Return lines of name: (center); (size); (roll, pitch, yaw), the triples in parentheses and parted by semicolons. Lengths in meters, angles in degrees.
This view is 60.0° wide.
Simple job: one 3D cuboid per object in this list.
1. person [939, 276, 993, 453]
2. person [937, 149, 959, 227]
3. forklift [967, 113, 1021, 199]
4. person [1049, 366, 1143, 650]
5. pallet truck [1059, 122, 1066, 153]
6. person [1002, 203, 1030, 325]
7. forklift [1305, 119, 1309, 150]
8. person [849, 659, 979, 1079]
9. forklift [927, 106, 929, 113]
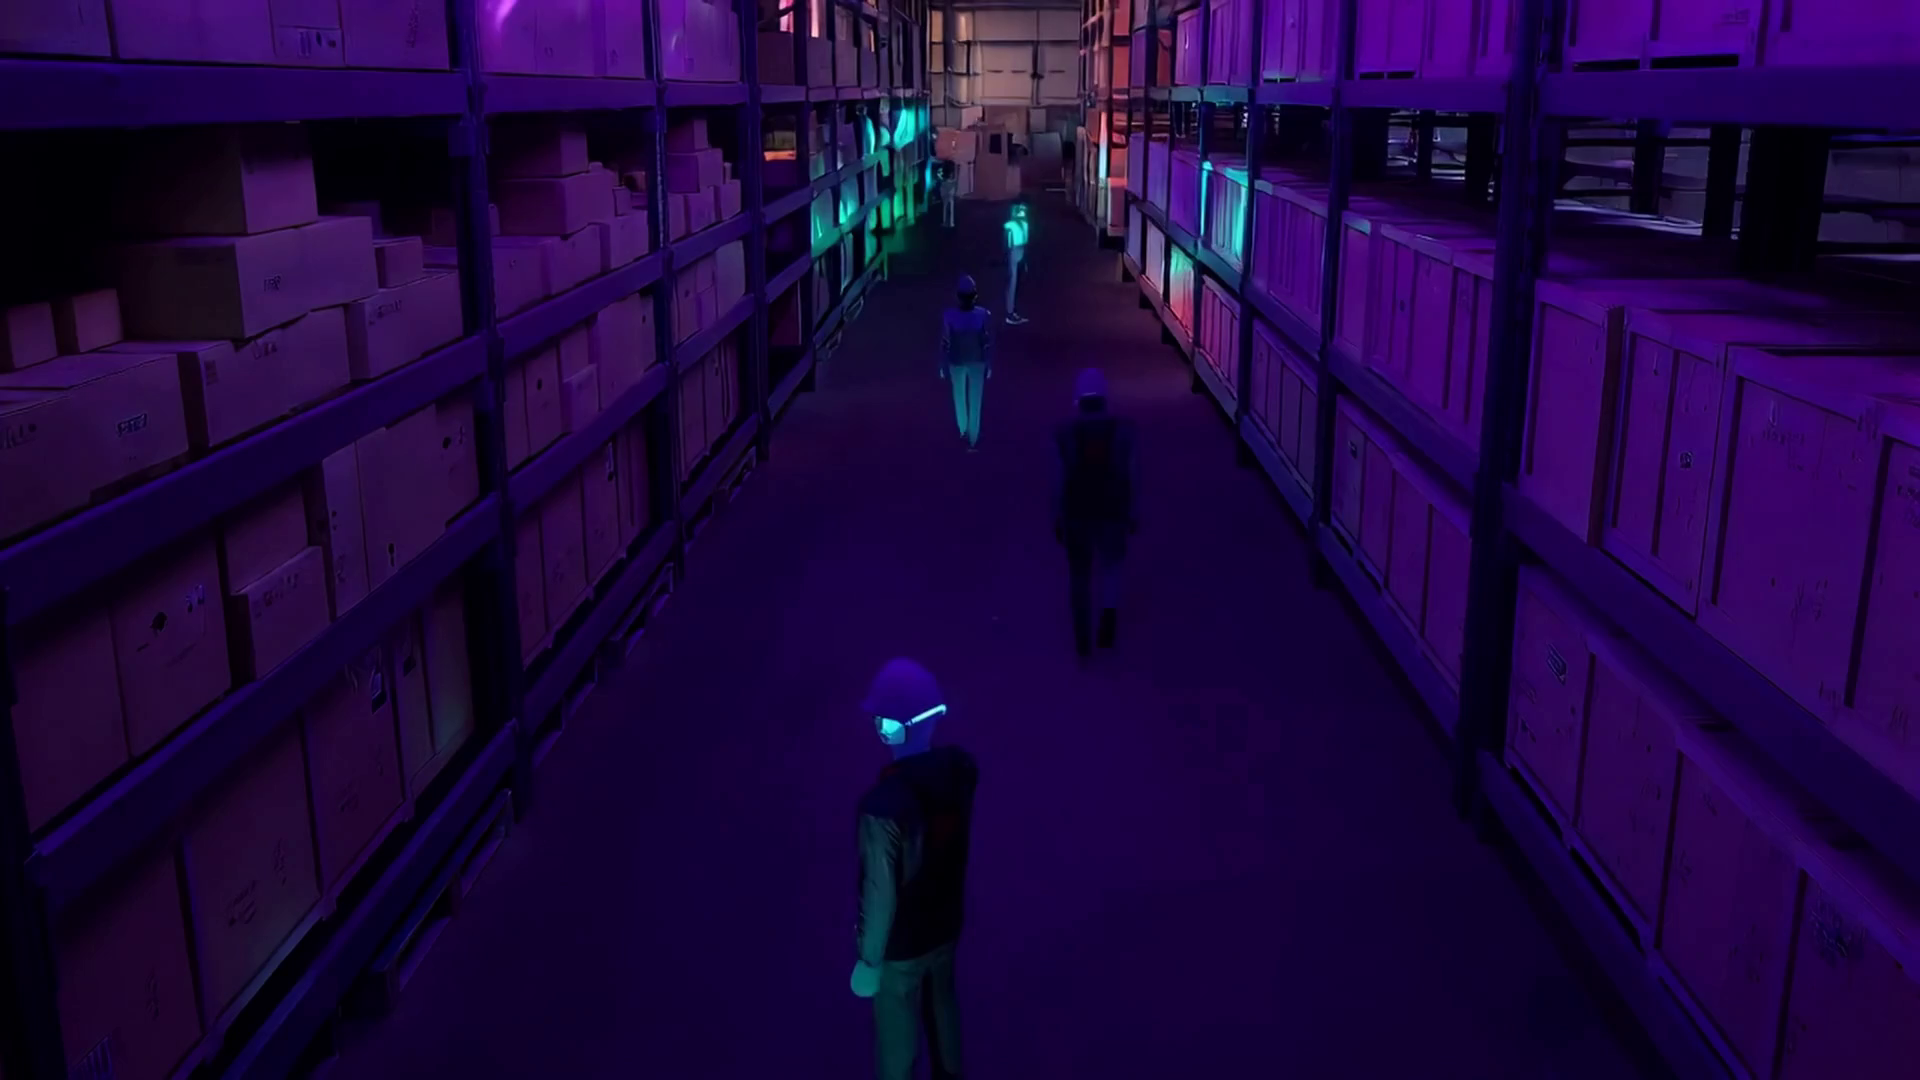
person: (0.068, -1.792, 16.652); (0.534, 1.733, 0.865); (1, 15, 3)
person: (-0.328, -9.332, 44.102); (0.616, 2.041, 0.380); (-7, 17, -24)
forklift: (1.179, -12.906, 55.810); (1.129, 2.768, 1.873); (8, 17, 29)
person: (0.855, -0.185, 10.502); (0.600, 1.811, 0.635); (0, 15, 2)
pallet truck: (5.788, -21.111, 88.014); (1.885, 1.965, 0.823); (5, 16, 18)
person: (0.853, -4.255, 25.583); (0.389, 1.846, 0.565); (8, 17, 26)
forklift: (9.015, -9.599, 43.506); (1.873, 2.768, 1.129); (0, 15, 2)
person: (-0.168, 1.224, 5.374); (0.326, 1.752, 0.563); (9, 18, 31)
forklift: (-2.024, -20.456, 83.901); (1.129, 2.768, 1.873); (0, 15, 2)
